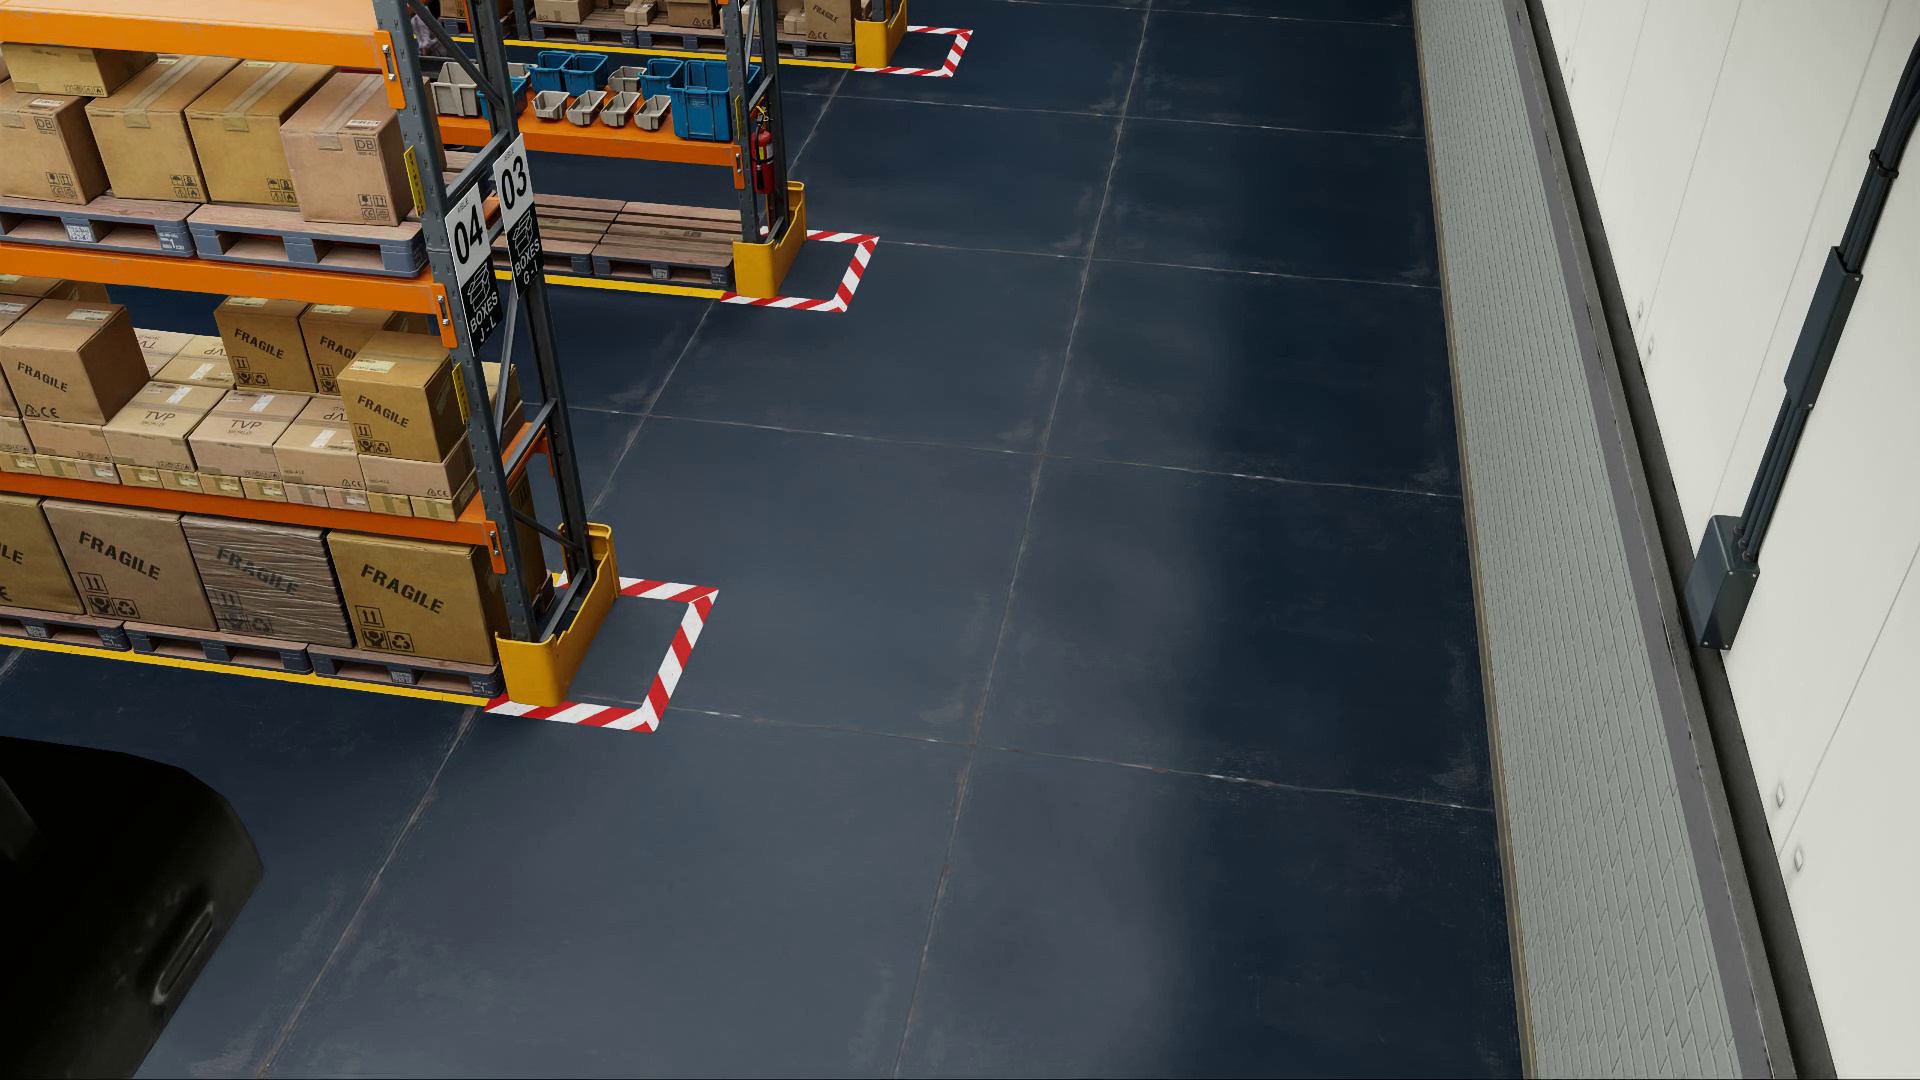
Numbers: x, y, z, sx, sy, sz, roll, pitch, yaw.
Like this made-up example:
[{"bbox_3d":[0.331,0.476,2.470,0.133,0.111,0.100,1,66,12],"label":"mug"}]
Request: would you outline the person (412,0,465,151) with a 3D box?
[{"bbox_3d":[-4.910,-4.526,15.653,0.526,1.732,0.605,4,38,5],"label":"person"}]
